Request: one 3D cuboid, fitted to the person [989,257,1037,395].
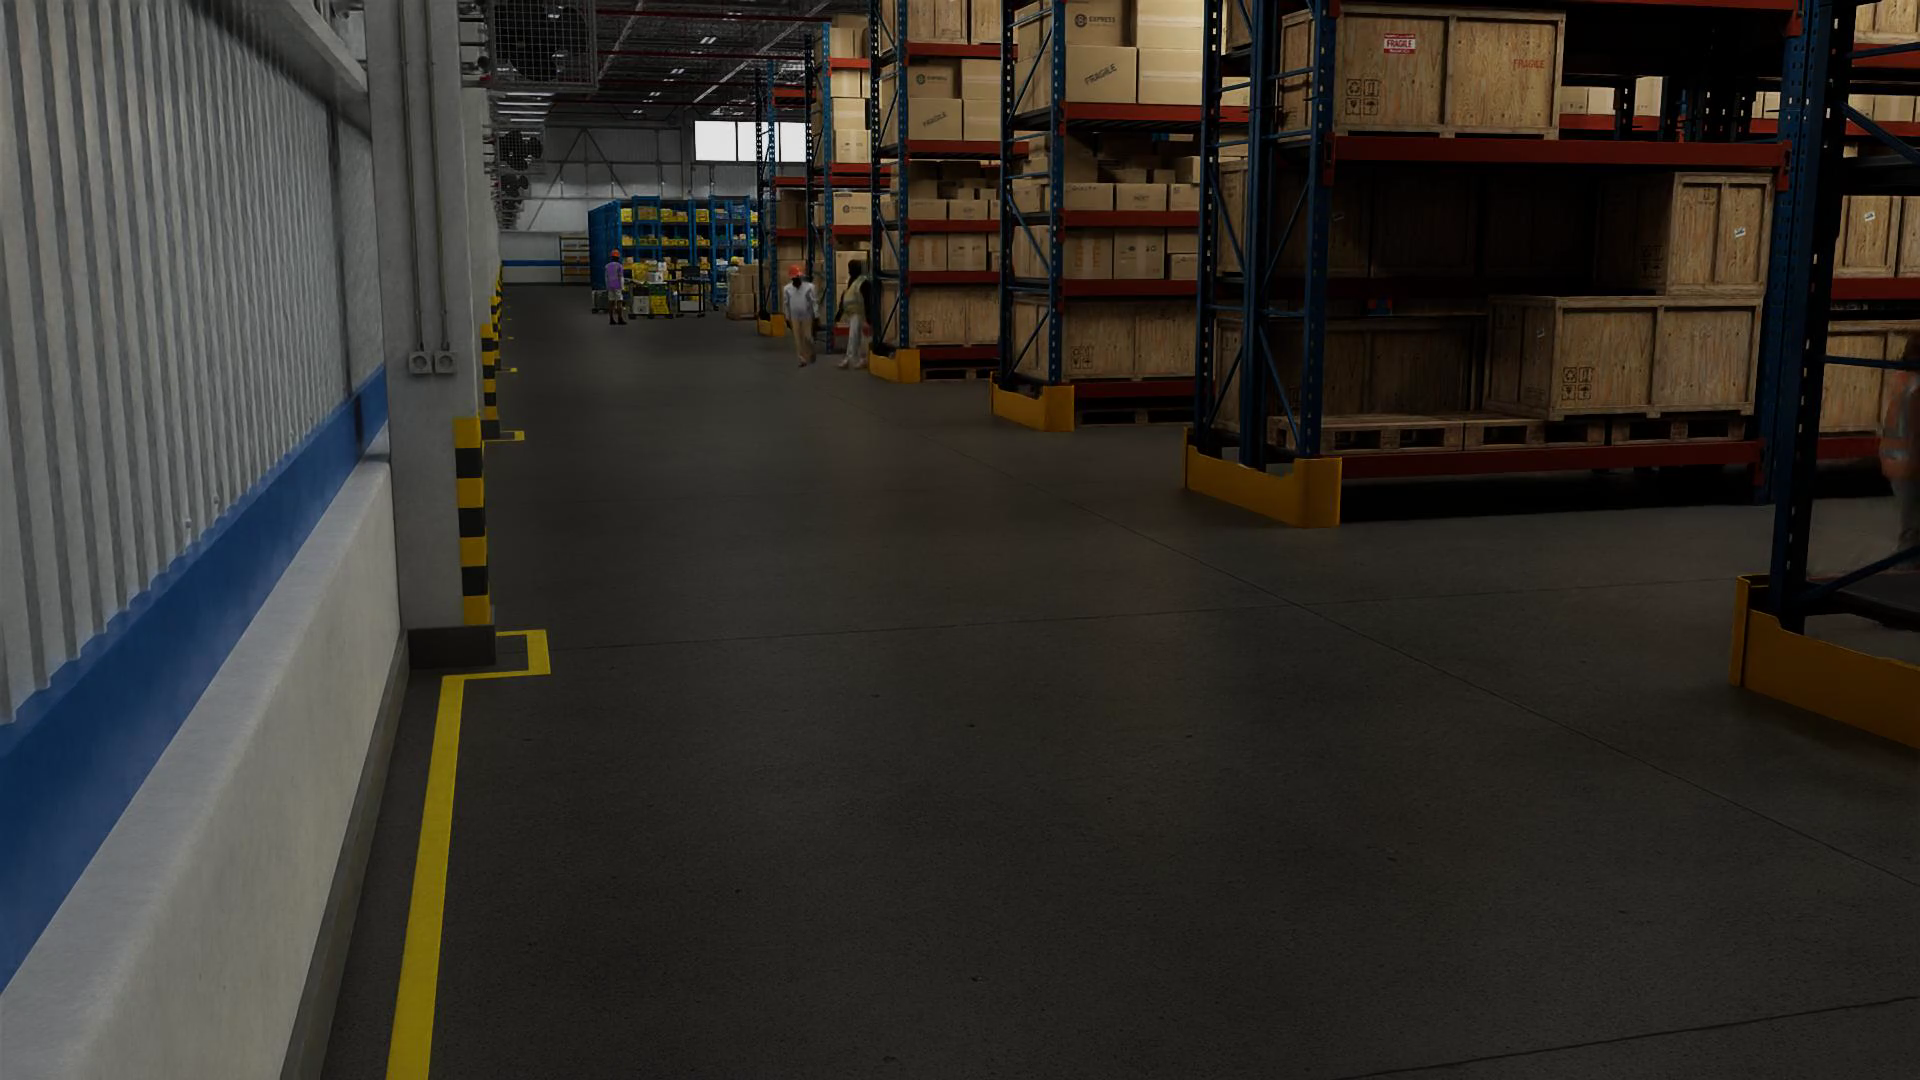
[{"bbox_3d":[0.747,-2.869,22.386,0.746,1.916,0.542,6,12,29],"label":"person"}]

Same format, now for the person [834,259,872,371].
[{"bbox_3d":[-1.769,-3.673,27.212,0.820,1.806,0.633,-7,12,-33],"label":"person"}]

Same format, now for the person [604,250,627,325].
[{"bbox_3d":[-8.917,-6.539,43.064,0.542,1.939,0.362,4,11,23],"label":"person"}]

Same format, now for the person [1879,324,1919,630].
[{"bbox_3d":[5.045,-0.331,8.776,0.358,1.628,0.549,4,11,20],"label":"person"}]

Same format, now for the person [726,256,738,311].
[{"bbox_3d":[-6.540,-7.326,48.106,0.485,1.735,0.345,5,11,27],"label":"person"}]

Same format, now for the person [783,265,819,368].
[{"bbox_3d":[-2.669,-3.744,27.852,0.593,1.718,0.492,2,10,11],"label":"person"}]
